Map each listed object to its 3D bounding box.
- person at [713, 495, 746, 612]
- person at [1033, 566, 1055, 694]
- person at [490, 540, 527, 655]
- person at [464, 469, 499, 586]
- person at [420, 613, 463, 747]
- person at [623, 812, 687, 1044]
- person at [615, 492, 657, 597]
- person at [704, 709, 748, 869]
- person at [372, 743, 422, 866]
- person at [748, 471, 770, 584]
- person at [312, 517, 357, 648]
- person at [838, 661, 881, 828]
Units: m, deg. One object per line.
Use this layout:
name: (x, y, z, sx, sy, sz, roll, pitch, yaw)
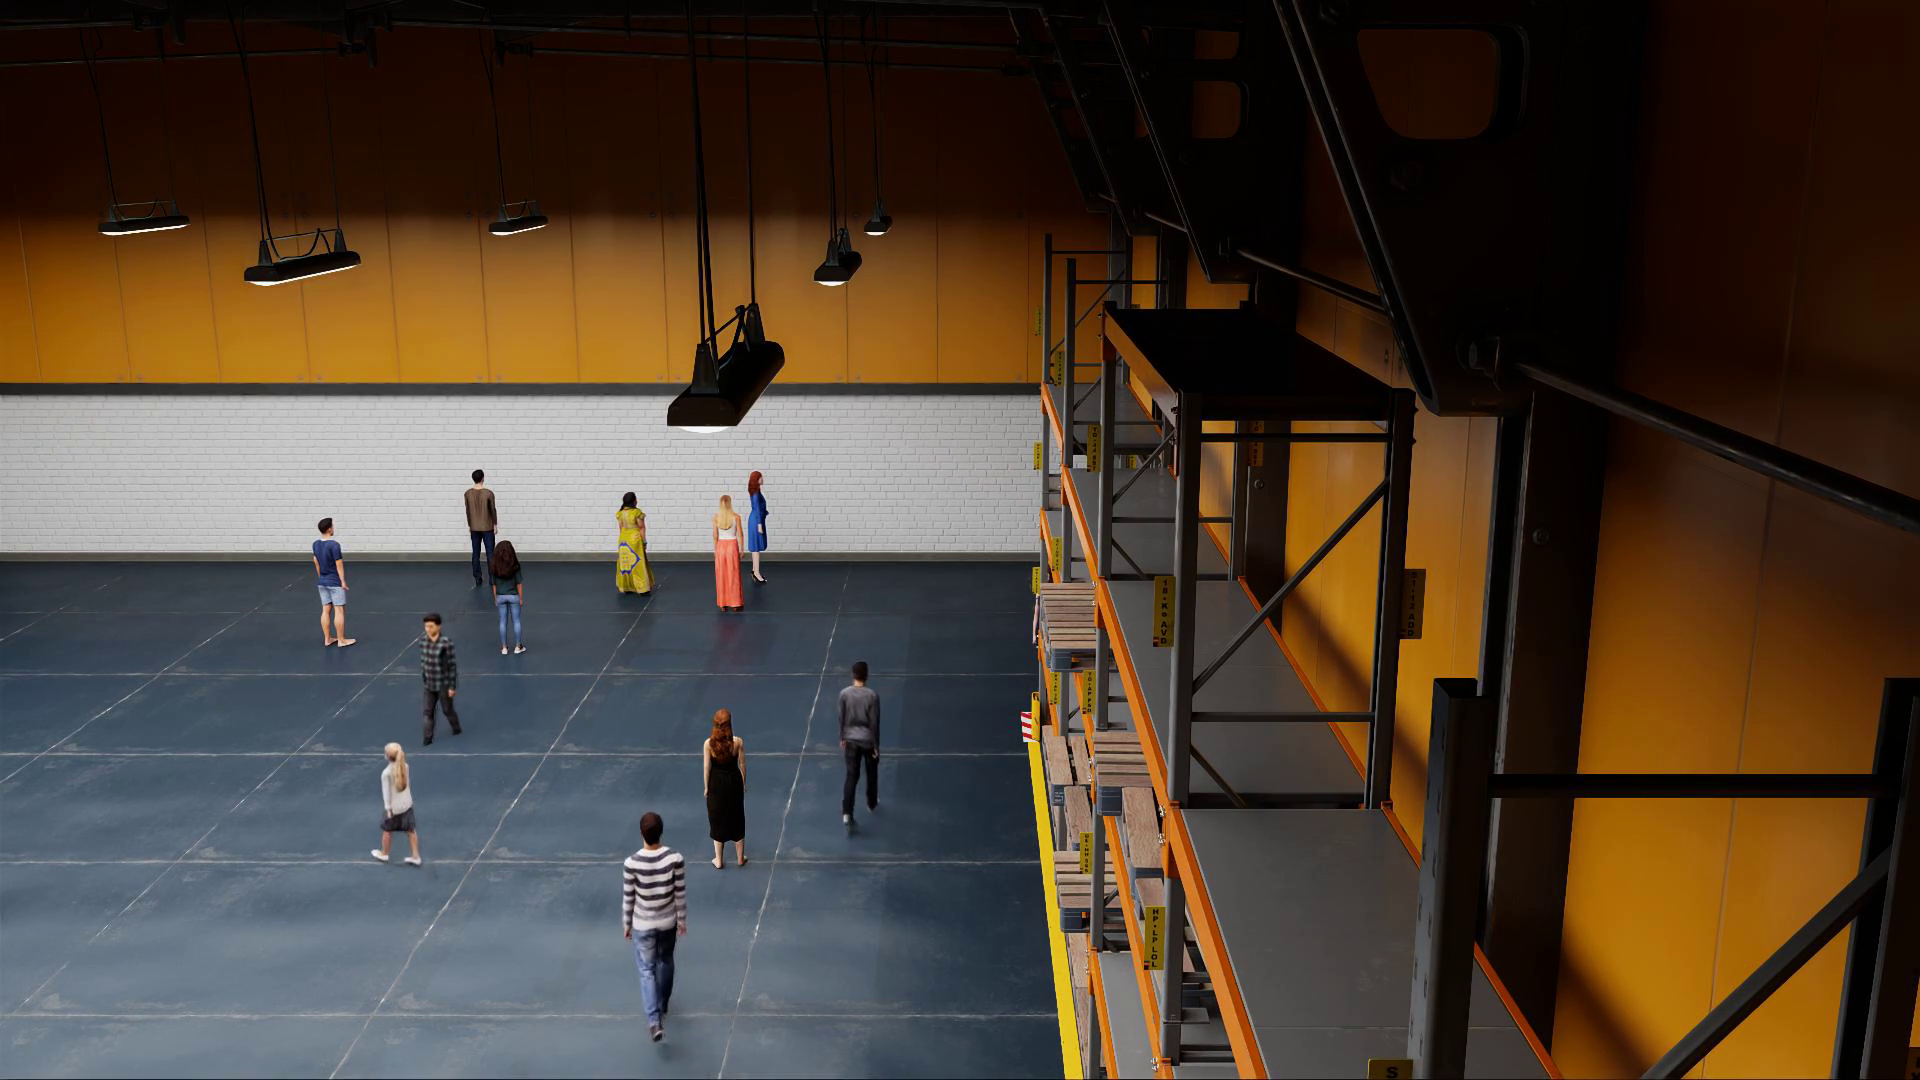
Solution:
person: (-3.542, 0.191, 25.367, 0.655, 1.802, 0.616, 2, 14, 8)
person: (1.167, 1.175, 21.434, 0.670, 1.740, 0.700, 10, 17, 35)
person: (-6.324, 0.794, 23.268, 0.598, 1.617, 0.591, -1, 14, -3)
person: (-7.723, -0.210, 26.844, 0.646, 1.887, 0.542, 0, 14, 2)
person: (-6.218, 1.677, 19.939, 0.855, 1.701, 1.035, 4, 14, 16)
person: (-2.429, 3.106, 13.291, 0.895, 1.820, 1.229, -4, 14, -18)
person: (-5.172, 0.046, 26.267, 0.976, 1.660, 0.955, 6, 15, 23)
person: (-2.325, 2.447, 16.425, 0.625, 1.624, 0.630, -3, 14, -14)
person: (-5.515, 2.630, 16.456, 0.796, 1.254, 0.792, 10, 17, 35)
person: (-3.299, -0.221, 27.010, 0.712, 1.829, 0.565, -3, 14, -11)
person: (-8.927, 0.594, 23.598, 0.691, 1.850, 0.679, 5, 15, 20)
person: (-1.070, 2.157, 17.400, 0.800, 1.730, 1.199, 3, 14, 12)
